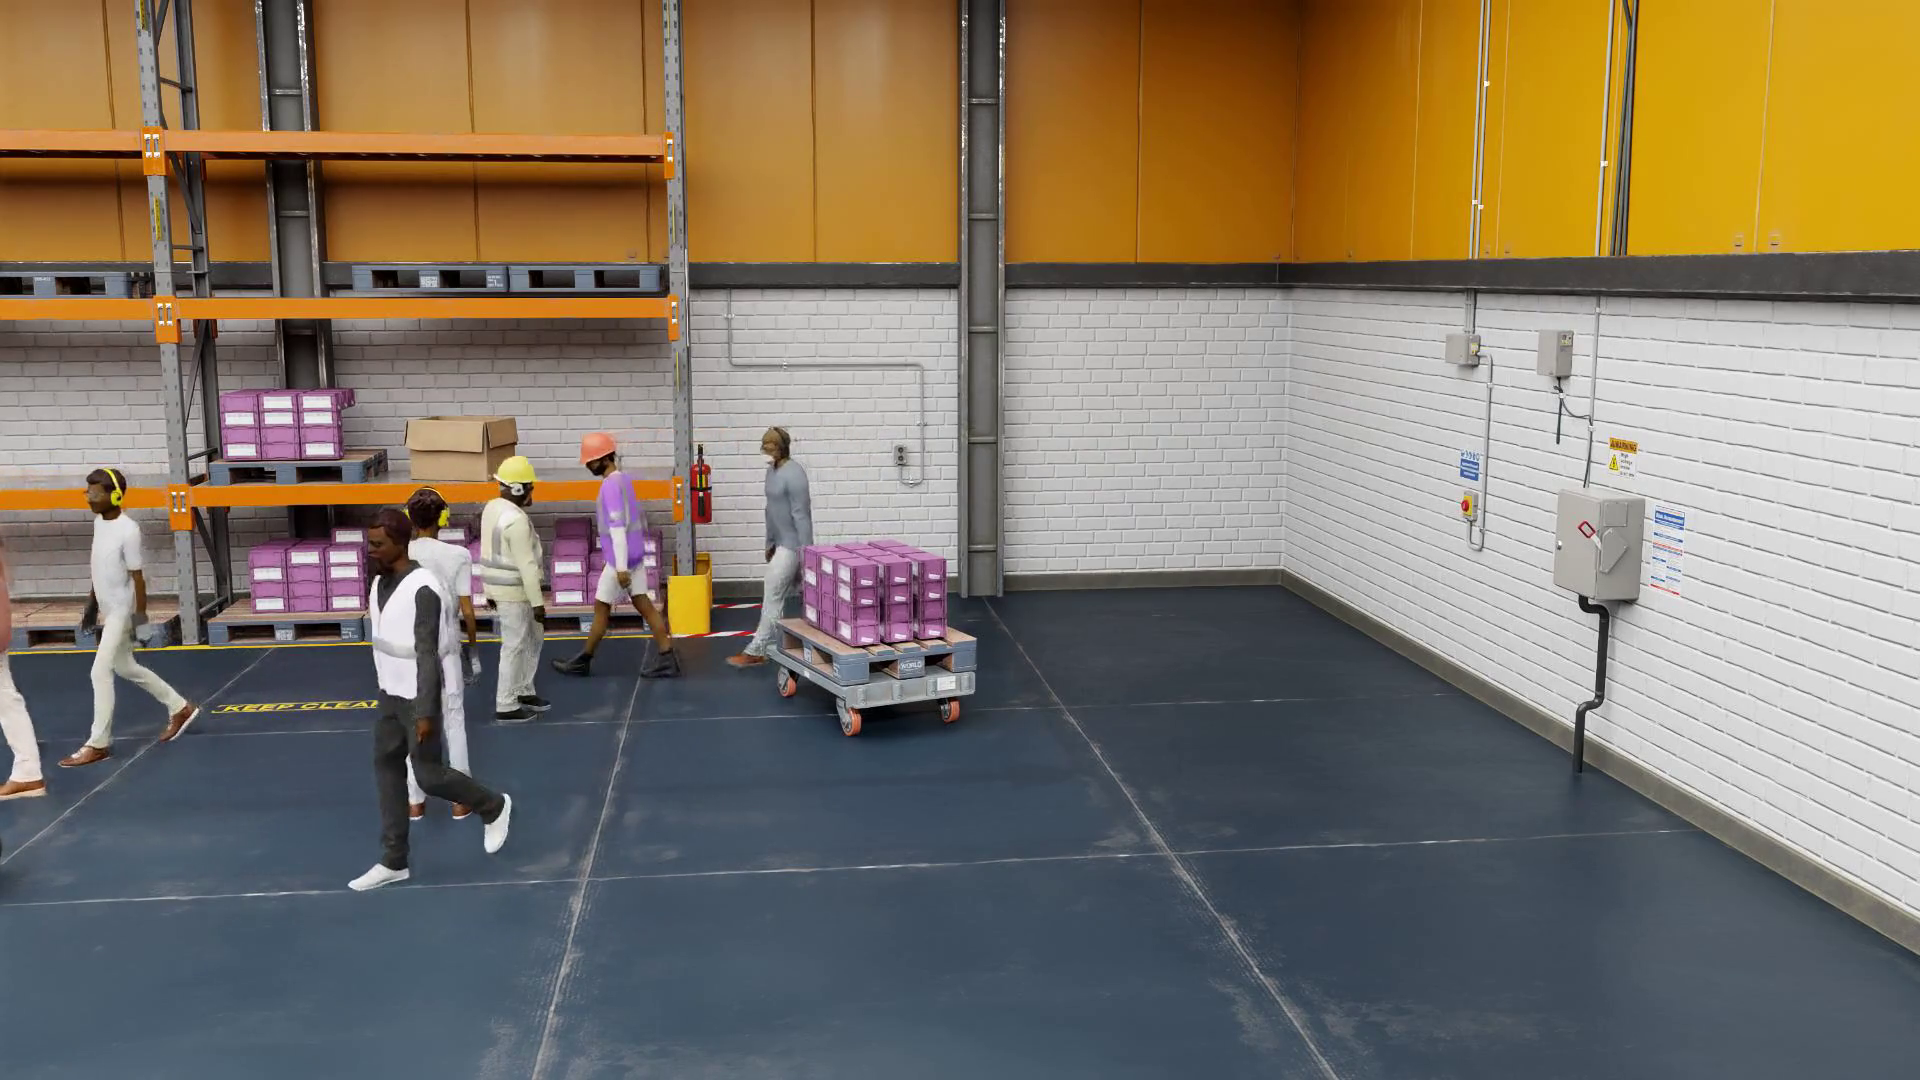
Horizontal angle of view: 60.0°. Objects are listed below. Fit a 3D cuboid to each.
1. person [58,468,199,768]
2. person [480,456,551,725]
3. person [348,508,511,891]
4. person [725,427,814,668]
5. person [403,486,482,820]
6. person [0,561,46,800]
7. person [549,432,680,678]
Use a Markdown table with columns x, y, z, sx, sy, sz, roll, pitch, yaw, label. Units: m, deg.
| x | y | z | sx | sy | sz | roll | pitch | yaw | label |
| --- | --- | --- | --- | --- | --- | --- | --- | --- | --- |
| -5.275 | 0.446 | 10.469 | 0.875 | 1.840 | 0.533 | -9 | 12 | -43 | person |
| -2.933 | 0.335 | 11.233 | 0.583 | 1.811 | 0.619 | -5 | 11 | -31 | person |
| -2.686 | 0.765 | 8.312 | 0.605 | 1.898 | 0.784 | 9 | 12 | 43 | person |
| -1.293 | 0.053 | 12.835 | 1.001 | 1.879 | 0.652 | -3 | 10 | -18 | person |
| -2.924 | 0.633 | 9.249 | 0.508 | 1.857 | 0.315 | -1 | 9 | -6 | person |
| -5.665 | 0.565 | 9.350 | 0.854 | 1.953 | 0.679 | -4 | 10 | -26 | person |
| -2.564 | 0.127 | 12.387 | 0.993 | 1.860 | 0.557 | 0 | 9 | 2 | person |
